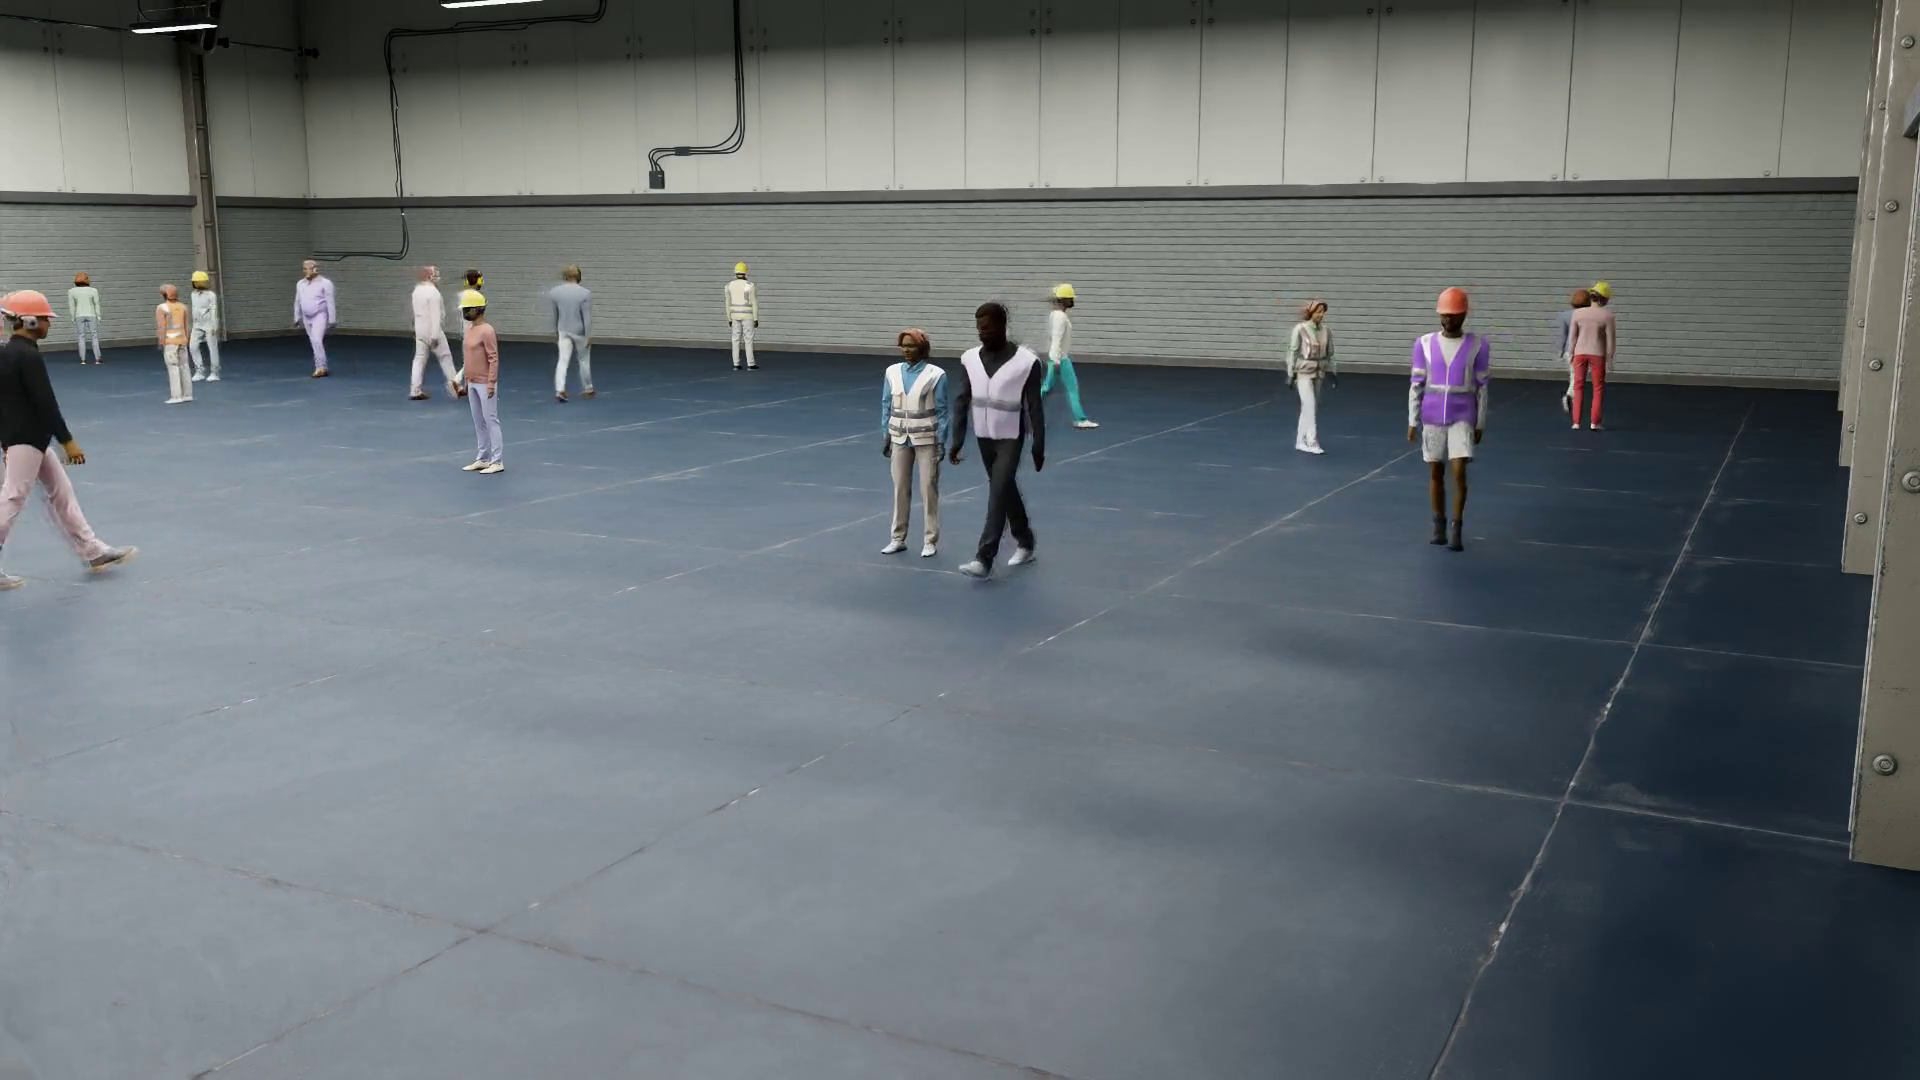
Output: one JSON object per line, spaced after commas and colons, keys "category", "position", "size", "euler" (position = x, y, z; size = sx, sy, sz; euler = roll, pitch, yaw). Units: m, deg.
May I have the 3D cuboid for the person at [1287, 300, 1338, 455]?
{"category": "person", "position": [3.752, -1.695, 17.424], "size": [0.546, 1.609, 0.700], "euler": [-6, 12, -29]}

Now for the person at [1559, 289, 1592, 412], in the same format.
{"category": "person", "position": [8.034, -2.460, 21.646], "size": [0.507, 1.605, 0.740], "euler": [10, 14, 43]}

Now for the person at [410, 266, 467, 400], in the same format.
{"category": "person", "position": [-7.348, -2.901, 23.354], "size": [0.655, 1.858, 0.932], "euler": [9, 14, 41]}

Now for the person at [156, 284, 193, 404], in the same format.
{"category": "person", "position": [-10.770, -2.686, 22.787], "size": [0.309, 1.639, 0.522], "euler": [3, 11, 18]}

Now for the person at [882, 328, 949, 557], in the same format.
{"category": "person", "position": [-0.324, -0.698, 11.940], "size": [0.513, 1.642, 0.313], "euler": [5, 11, 24]}

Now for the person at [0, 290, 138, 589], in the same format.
{"category": "person", "position": [-6.077, -0.663, 10.956], "size": [1.045, 1.938, 0.631], "euler": [-7, 13, -35]}

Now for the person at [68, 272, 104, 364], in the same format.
{"category": "person", "position": [-15.669, -3.972, 29.813], "size": [0.498, 1.633, 0.279], "euler": [-4, 11, -19]}

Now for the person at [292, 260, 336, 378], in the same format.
{"category": "person", "position": [-10.492, -3.560, 26.887], "size": [0.641, 1.882, 0.742], "euler": [4, 11, 21]}

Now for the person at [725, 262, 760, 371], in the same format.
{"category": "person", "position": [-3.686, -3.795, 28.293], "size": [0.589, 1.837, 0.404], "euler": [4, 11, 19]}

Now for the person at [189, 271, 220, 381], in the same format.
{"category": "person", "position": [-11.953, -3.357, 26.178], "size": [0.506, 1.723, 0.592], "euler": [4, 11, 19]}

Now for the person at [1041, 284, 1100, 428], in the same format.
{"category": "person", "position": [1.190, -2.187, 19.840], "size": [0.898, 1.722, 0.536], "euler": [0, 10, 1]}

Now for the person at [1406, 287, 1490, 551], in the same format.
{"category": "person", "position": [3.553, -0.877, 12.170], "size": [0.548, 1.910, 0.736], "euler": [5, 11, 24]}

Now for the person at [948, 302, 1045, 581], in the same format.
{"category": "person", "position": [0.268, -0.675, 11.276], "size": [0.587, 1.850, 1.081], "euler": [7, 12, 32]}

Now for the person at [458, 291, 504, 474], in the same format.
{"category": "person", "position": [-4.657, -1.521, 16.088], "size": [0.324, 1.767, 0.533], "euler": [-10, 14, -43]}

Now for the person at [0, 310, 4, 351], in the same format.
{"category": "person", "position": [-12.826, -2.636, 21.828], "size": [0.655, 1.889, 0.710], "euler": [8, 13, 37]}

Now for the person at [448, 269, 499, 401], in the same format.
{"category": "person", "position": [-6.716, -2.794, 22.832], "size": [0.546, 1.844, 0.652], "euler": [7, 13, 34]}

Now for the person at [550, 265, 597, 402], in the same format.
{"category": "person", "position": [-5.391, -2.864, 23.078], "size": [0.648, 1.895, 1.010], "euler": [2, 11, 12]}

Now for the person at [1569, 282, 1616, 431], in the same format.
{"category": "person", "position": [7.422, -2.140, 19.568], "size": [0.550, 1.735, 0.377], "euler": [8, 13, 37]}
